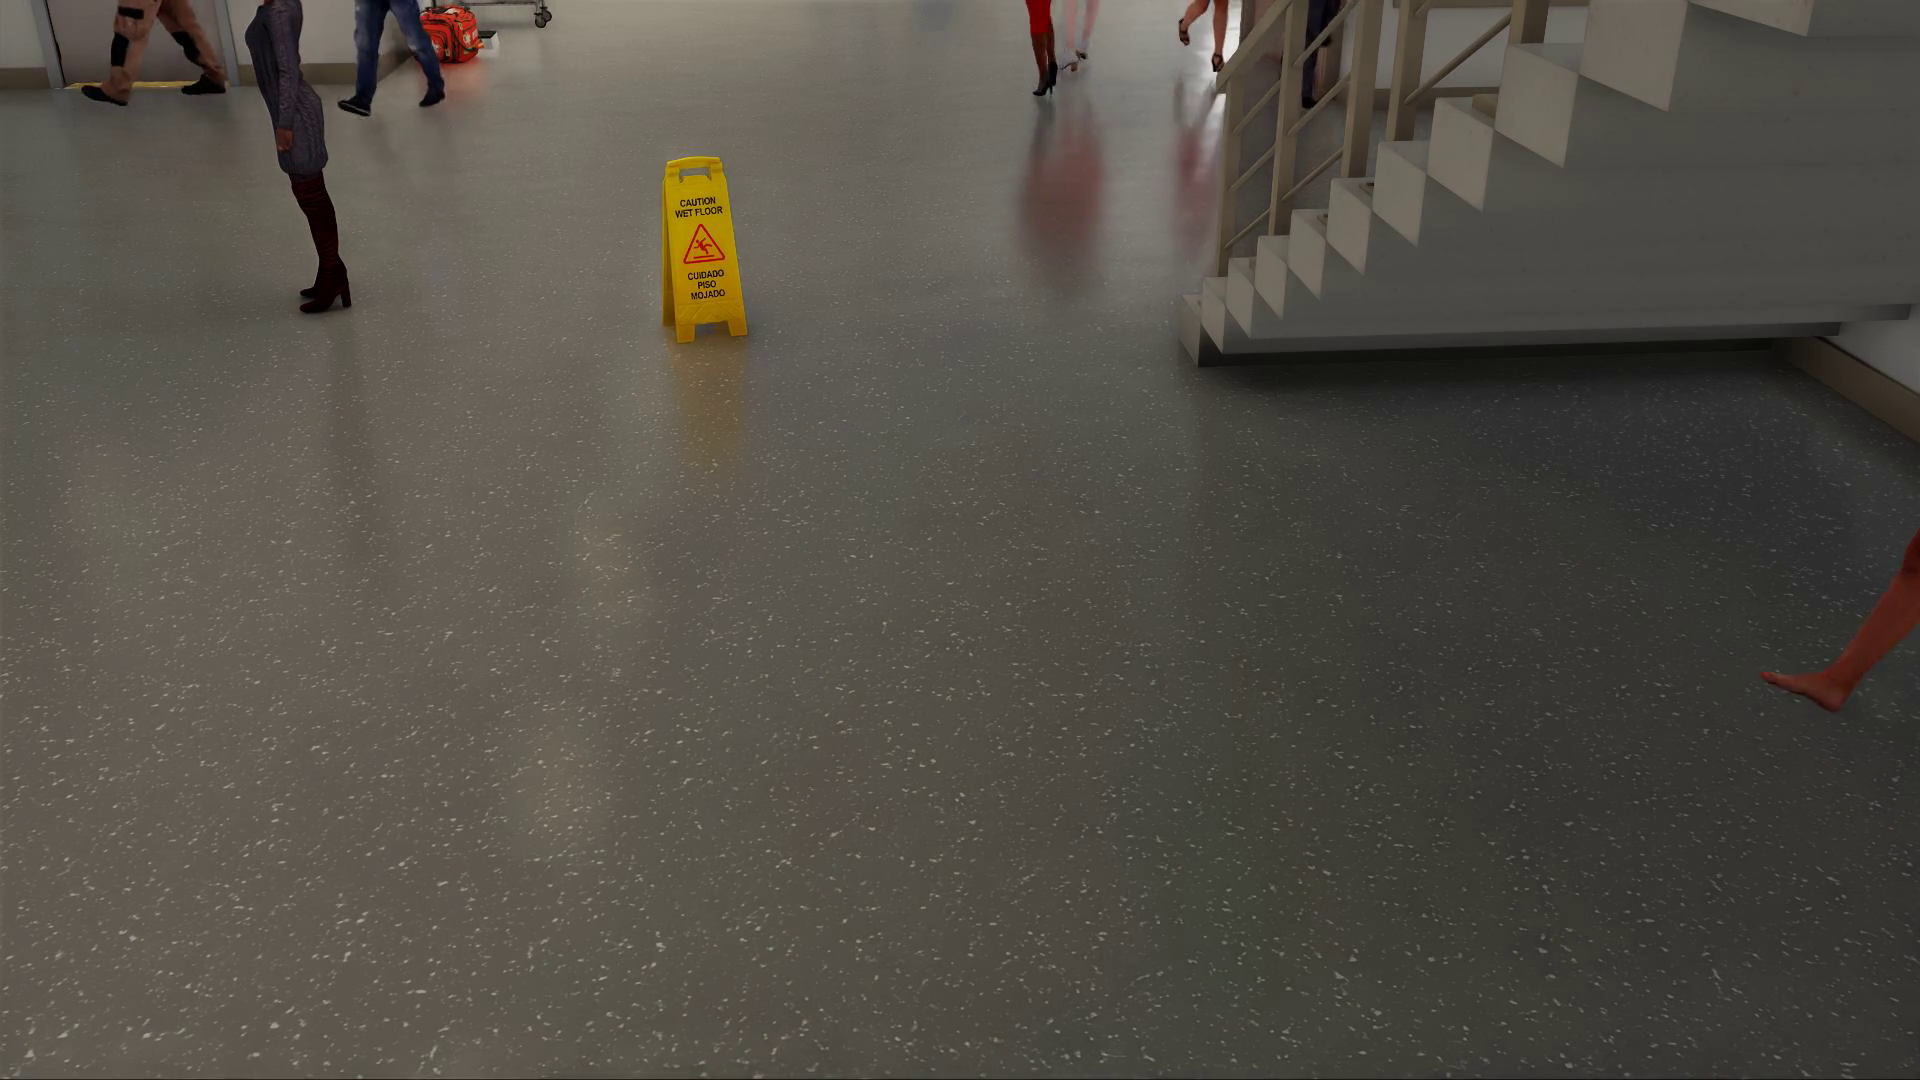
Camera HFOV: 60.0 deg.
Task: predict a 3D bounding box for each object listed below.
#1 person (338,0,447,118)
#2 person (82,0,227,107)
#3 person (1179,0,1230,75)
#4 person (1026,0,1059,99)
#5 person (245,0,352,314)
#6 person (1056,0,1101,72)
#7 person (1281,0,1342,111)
[{"bbox_3d":[-3.933,-3.884,11.583,1.018,1.799,1.267,9,27,18],"label":"person"},{"bbox_3d":[-5.692,-3.992,11.819,0.893,1.789,1.166,-7,27,-13],"label":"person"},{"bbox_3d":[1.953,-4.570,13.117,0.706,1.702,0.983,-9,27,-17],"label":"person"},{"bbox_3d":[0.637,-4.108,12.124,0.684,1.733,0.734,-15,30,-29],"label":"person"},{"bbox_3d":[-3.026,-1.911,7.592,0.683,1.712,0.533,-8,27,-15],"label":"person"},{"bbox_3d":[1.004,-4.641,13.141,0.714,1.809,0.682,-6,26,-12],"label":"person"},{"bbox_3d":[2.525,-3.988,11.843,0.809,1.761,0.961,-11,28,-21],"label":"person"}]
